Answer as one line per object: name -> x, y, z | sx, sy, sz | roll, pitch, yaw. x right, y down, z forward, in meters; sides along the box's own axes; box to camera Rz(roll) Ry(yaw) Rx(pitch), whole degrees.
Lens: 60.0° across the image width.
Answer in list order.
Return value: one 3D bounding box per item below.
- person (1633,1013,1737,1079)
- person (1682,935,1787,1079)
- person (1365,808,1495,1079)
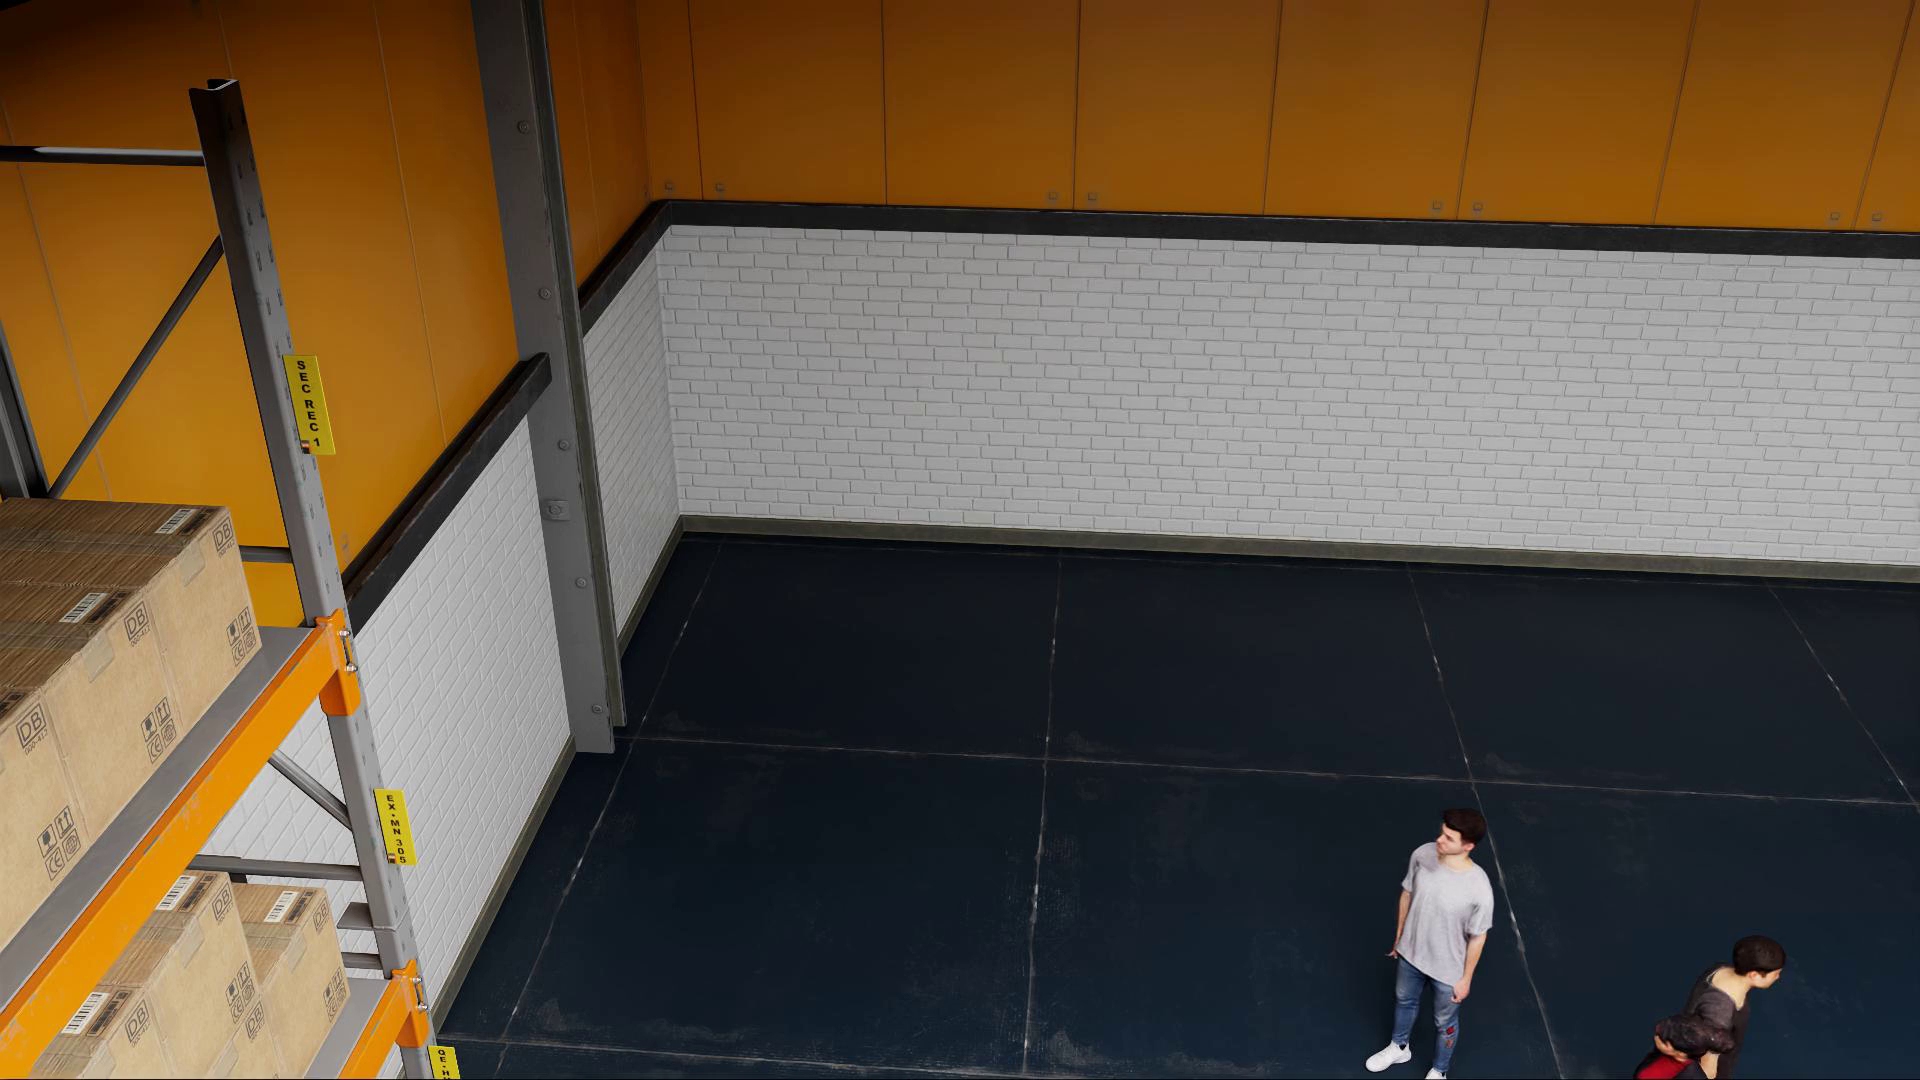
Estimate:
person -> 3.283, 2.853, 7.858 | 0.660, 1.640, 0.558 | -3, 29, -5
person -> 3.578, 2.591, 8.288 | 0.858, 1.687, 0.853 | 15, 32, 25
person -> 2.540, 2.178, 8.839 | 0.805, 1.885, 0.745 | -22, 35, -34
